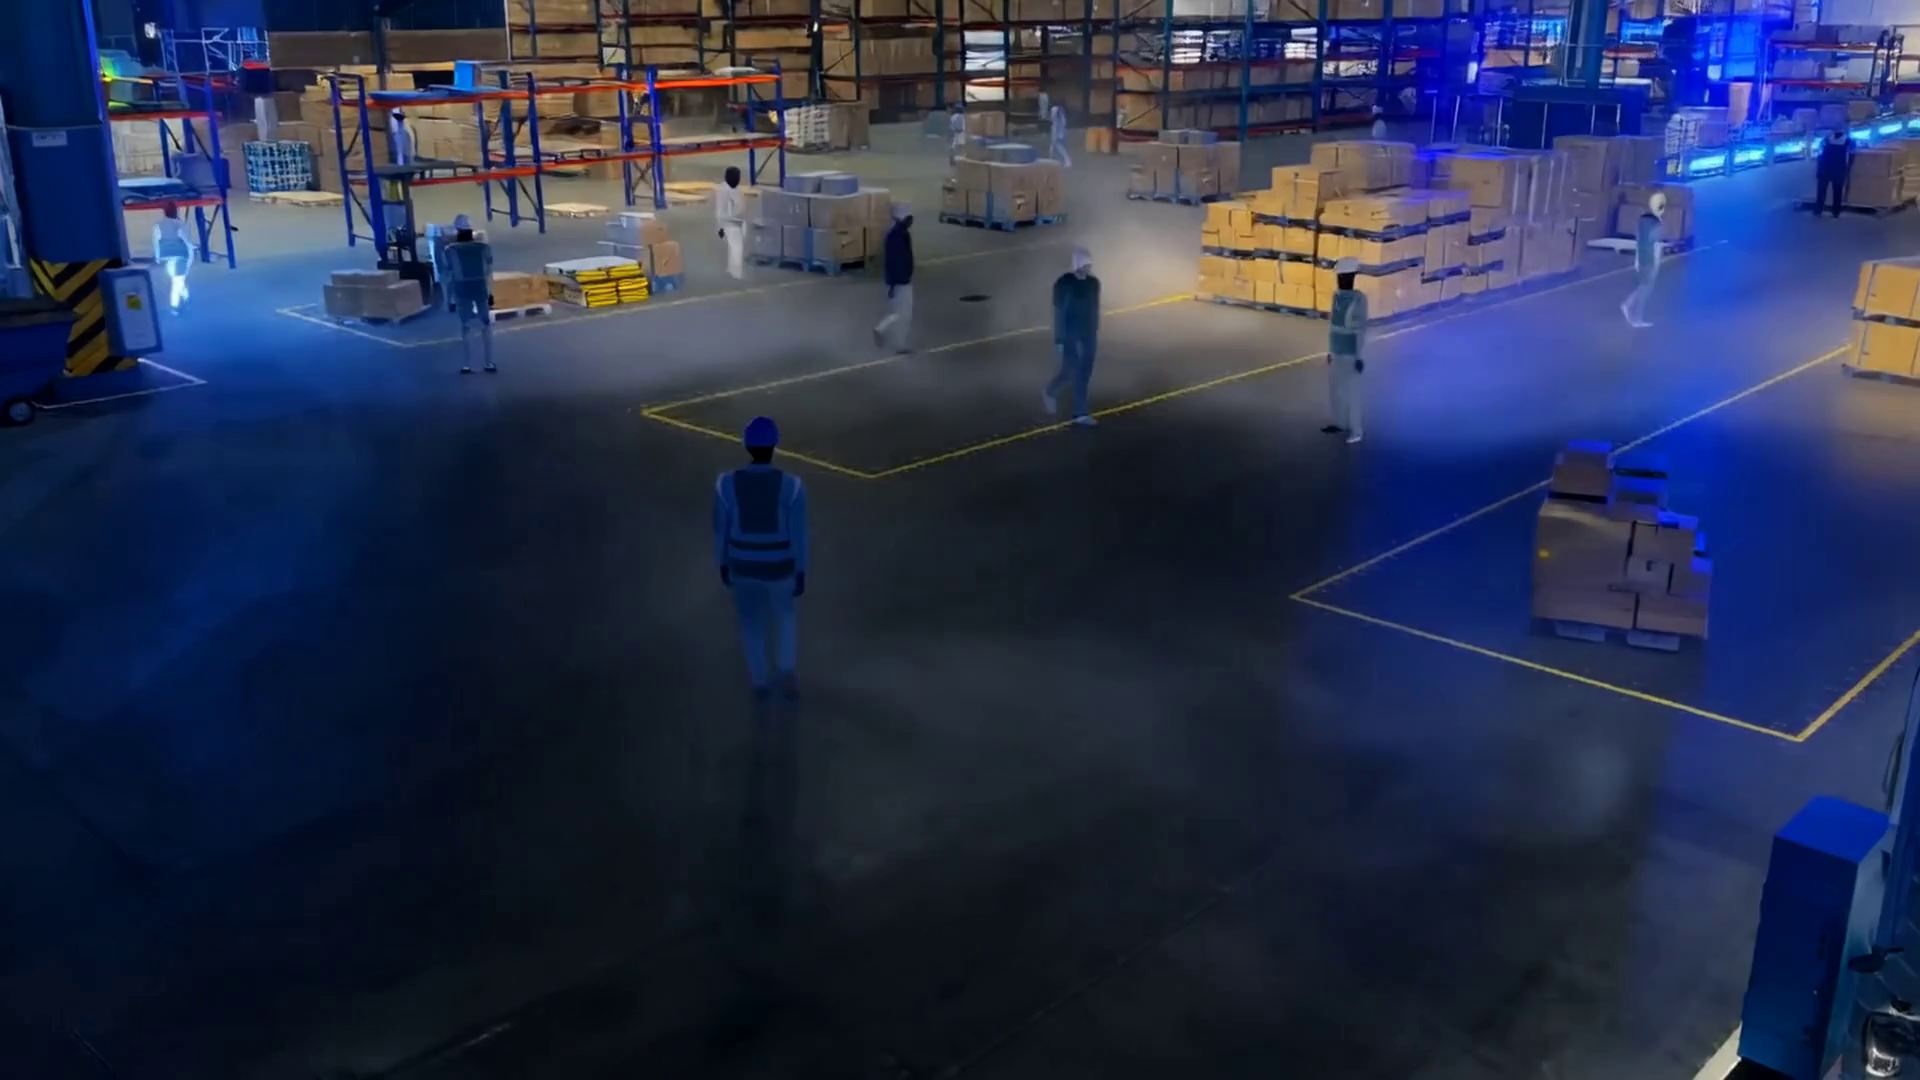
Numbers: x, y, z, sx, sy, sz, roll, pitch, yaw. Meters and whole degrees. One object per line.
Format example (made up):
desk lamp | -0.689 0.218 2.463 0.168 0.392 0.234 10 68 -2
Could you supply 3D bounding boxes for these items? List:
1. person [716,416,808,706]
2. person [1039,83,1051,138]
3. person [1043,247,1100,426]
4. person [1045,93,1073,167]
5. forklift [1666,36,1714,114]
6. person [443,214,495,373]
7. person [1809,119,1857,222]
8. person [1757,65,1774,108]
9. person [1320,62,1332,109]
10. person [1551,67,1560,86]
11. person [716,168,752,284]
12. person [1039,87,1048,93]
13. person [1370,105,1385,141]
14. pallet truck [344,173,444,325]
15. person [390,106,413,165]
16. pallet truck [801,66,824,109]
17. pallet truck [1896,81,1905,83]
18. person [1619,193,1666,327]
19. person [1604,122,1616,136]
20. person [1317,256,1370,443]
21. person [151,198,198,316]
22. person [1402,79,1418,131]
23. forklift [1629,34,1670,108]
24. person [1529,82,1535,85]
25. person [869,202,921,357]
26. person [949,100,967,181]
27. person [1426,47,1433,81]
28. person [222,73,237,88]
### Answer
person | -1.283 0.137 10.854 0.614 1.932 0.482 0 18 1
person | 2.694 -13.468 52.212 0.365 1.690 0.569 -13 23 -35
person | 1.225 -2.196 17.892 0.645 1.926 0.608 -14 23 -36
person | 2.546 -10.787 43.818 1.033 1.915 0.608 6 19 17
forklift | 27.341 -17.291 61.877 1.129 2.768 1.873 17 25 41
person | -5.978 -3.006 20.325 0.588 1.930 0.364 -11 21 -29
person | 17.635 -7.465 33.586 0.672 2.000 0.536 16 24 40
person | 31.745 -17.846 65.497 0.503 1.631 0.283 13 22 34
person | 13.538 -16.699 61.567 0.629 1.940 0.373 -11 21 -30
person | 21.105 -15.826 59.058 0.911 1.862 0.648 13 22 34
person | -3.518 -5.007 26.520 0.766 1.814 0.657 10 21 27
person | 3.089 -16.594 61.297 0.410 1.909 0.643 -8 20 -22
person | 9.716 -9.180 38.932 0.399 1.924 0.583 6 19 17
pallet truck | -8.209 -4.181 23.757 0.823 1.965 1.885 3 19 9
person | -13.768 -9.845 41.058 0.506 1.847 0.343 -7 20 -21
pallet truck | -4.812 -15.182 56.903 0.823 1.965 1.885 -9 21 -26
pallet truck | 34.802 -16.331 61.455 0.653 1.274 1.630 17 25 41
person | 9.527 -3.859 23.009 0.394 1.859 0.506 -4 19 -12
person | 14.564 -8.533 37.371 0.495 1.684 0.536 15 23 38
person | 4.034 -1.969 17.283 0.362 1.898 0.716 -7 20 -20
person | -11.360 -4.091 24.043 0.533 1.649 0.855 2 18 5
person | 14.778 -14.310 54.755 0.544 1.683 0.564 14 23 37
forklift | 27.341 -18.602 65.826 1.129 2.768 1.873 17 25 41
person | 17.515 -13.175 51.206 0.989 1.782 0.588 -15 23 -38
person | -0.805 -3.302 21.131 0.561 1.980 0.637 5 19 15
person | -0.068 -9.747 40.622 0.370 1.935 0.550 11 21 30
person | 22.046 -22.151 77.994 0.551 1.934 0.373 14 23 37
person | -23.668 -14.182 54.032 0.590 1.914 0.400 10 21 28
